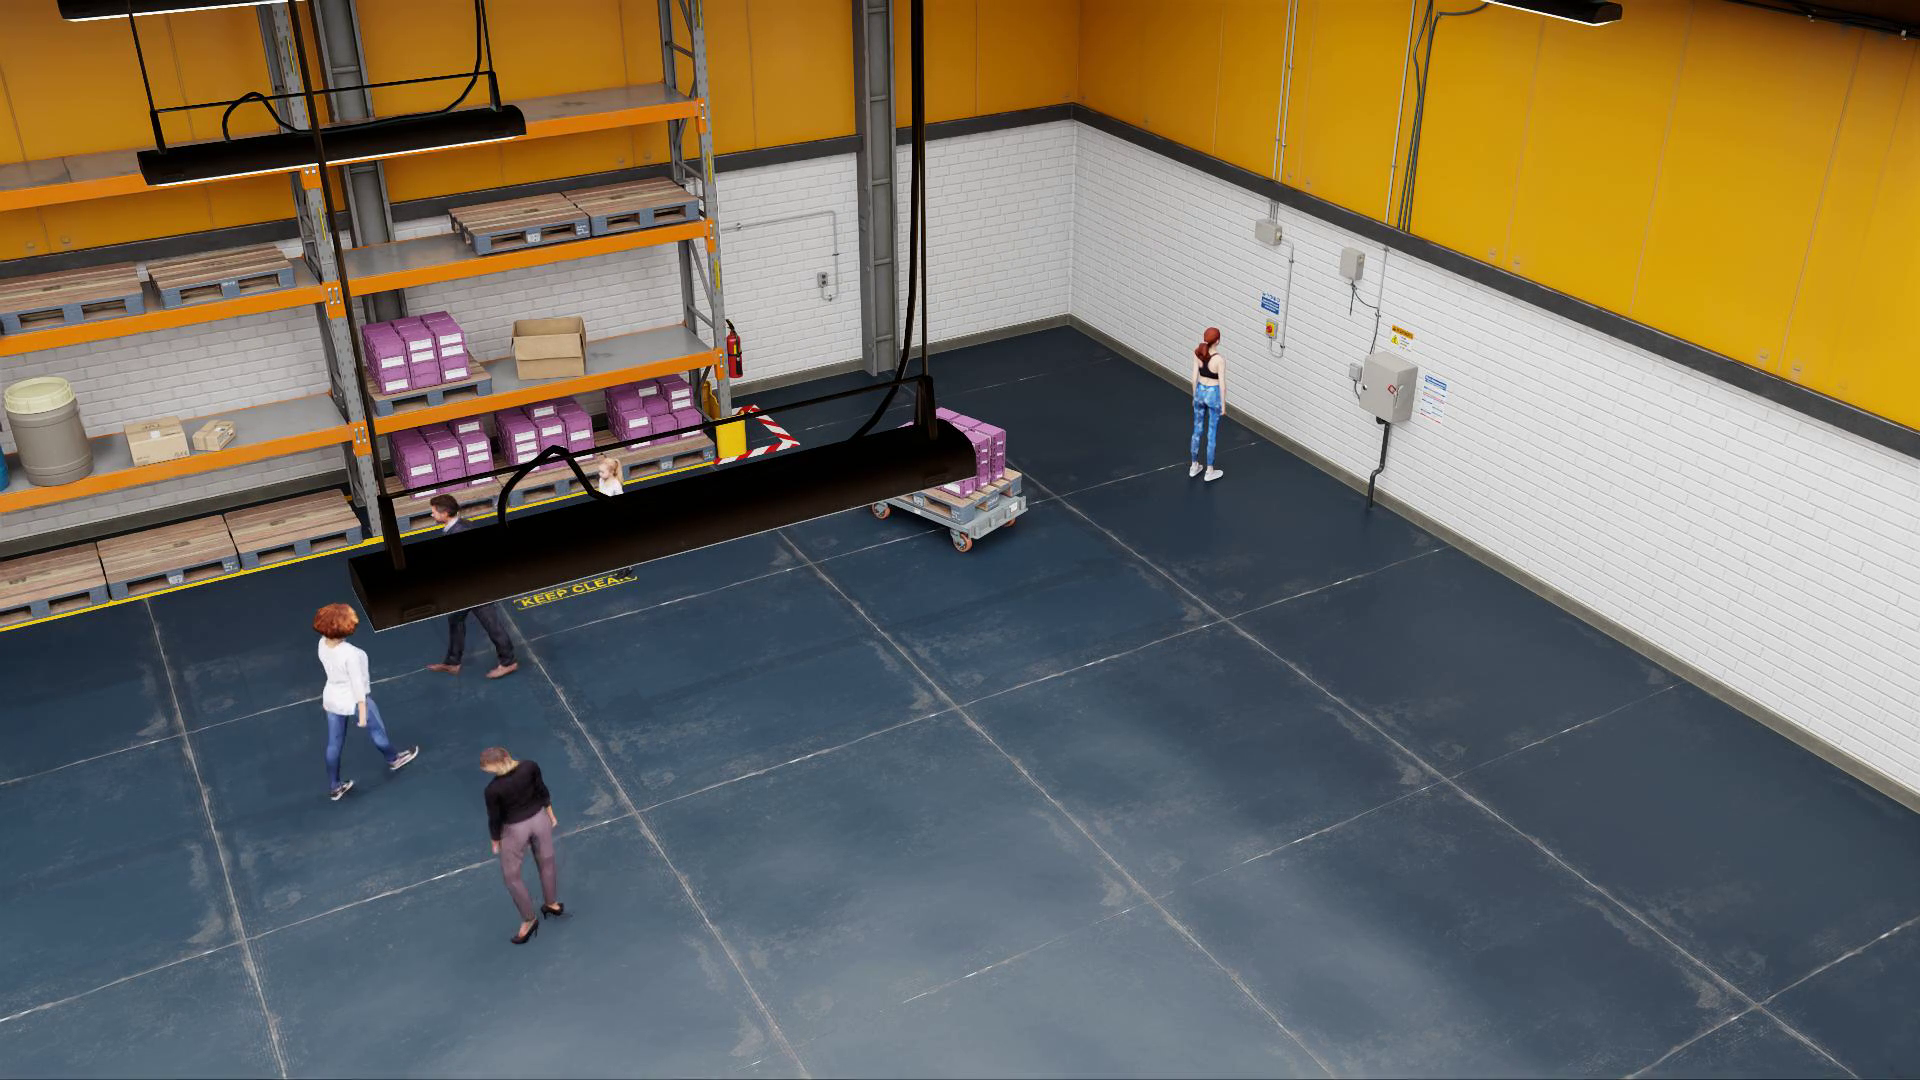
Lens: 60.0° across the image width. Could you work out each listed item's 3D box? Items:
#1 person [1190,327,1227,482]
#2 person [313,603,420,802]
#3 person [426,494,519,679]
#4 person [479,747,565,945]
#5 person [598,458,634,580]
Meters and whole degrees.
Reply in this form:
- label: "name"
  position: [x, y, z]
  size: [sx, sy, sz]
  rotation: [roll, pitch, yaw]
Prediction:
- label: "person"
  position: [2.746, -1.515, 18.404]
  size: [0.660, 1.785, 0.698]
  rotation: [20, 35, 32]
- label: "person"
  position: [-4.972, 1.332, 13.298]
  size: [0.985, 1.678, 1.151]
  rotation: [13, 31, 22]
- label: "person"
  position: [-4.272, 0.426, 14.809]
  size: [1.092, 1.821, 0.815]
  rotation: [-11, 31, -19]
- label: "person"
  position: [-3.072, 2.104, 11.920]
  size: [0.596, 1.642, 0.793]
  rotation: [-14, 32, -24]
- label: "person"
  position: [-3.451, -0.239, 16.596]
  size: [0.558, 1.278, 0.575]
  rotation: [22, 35, 34]
